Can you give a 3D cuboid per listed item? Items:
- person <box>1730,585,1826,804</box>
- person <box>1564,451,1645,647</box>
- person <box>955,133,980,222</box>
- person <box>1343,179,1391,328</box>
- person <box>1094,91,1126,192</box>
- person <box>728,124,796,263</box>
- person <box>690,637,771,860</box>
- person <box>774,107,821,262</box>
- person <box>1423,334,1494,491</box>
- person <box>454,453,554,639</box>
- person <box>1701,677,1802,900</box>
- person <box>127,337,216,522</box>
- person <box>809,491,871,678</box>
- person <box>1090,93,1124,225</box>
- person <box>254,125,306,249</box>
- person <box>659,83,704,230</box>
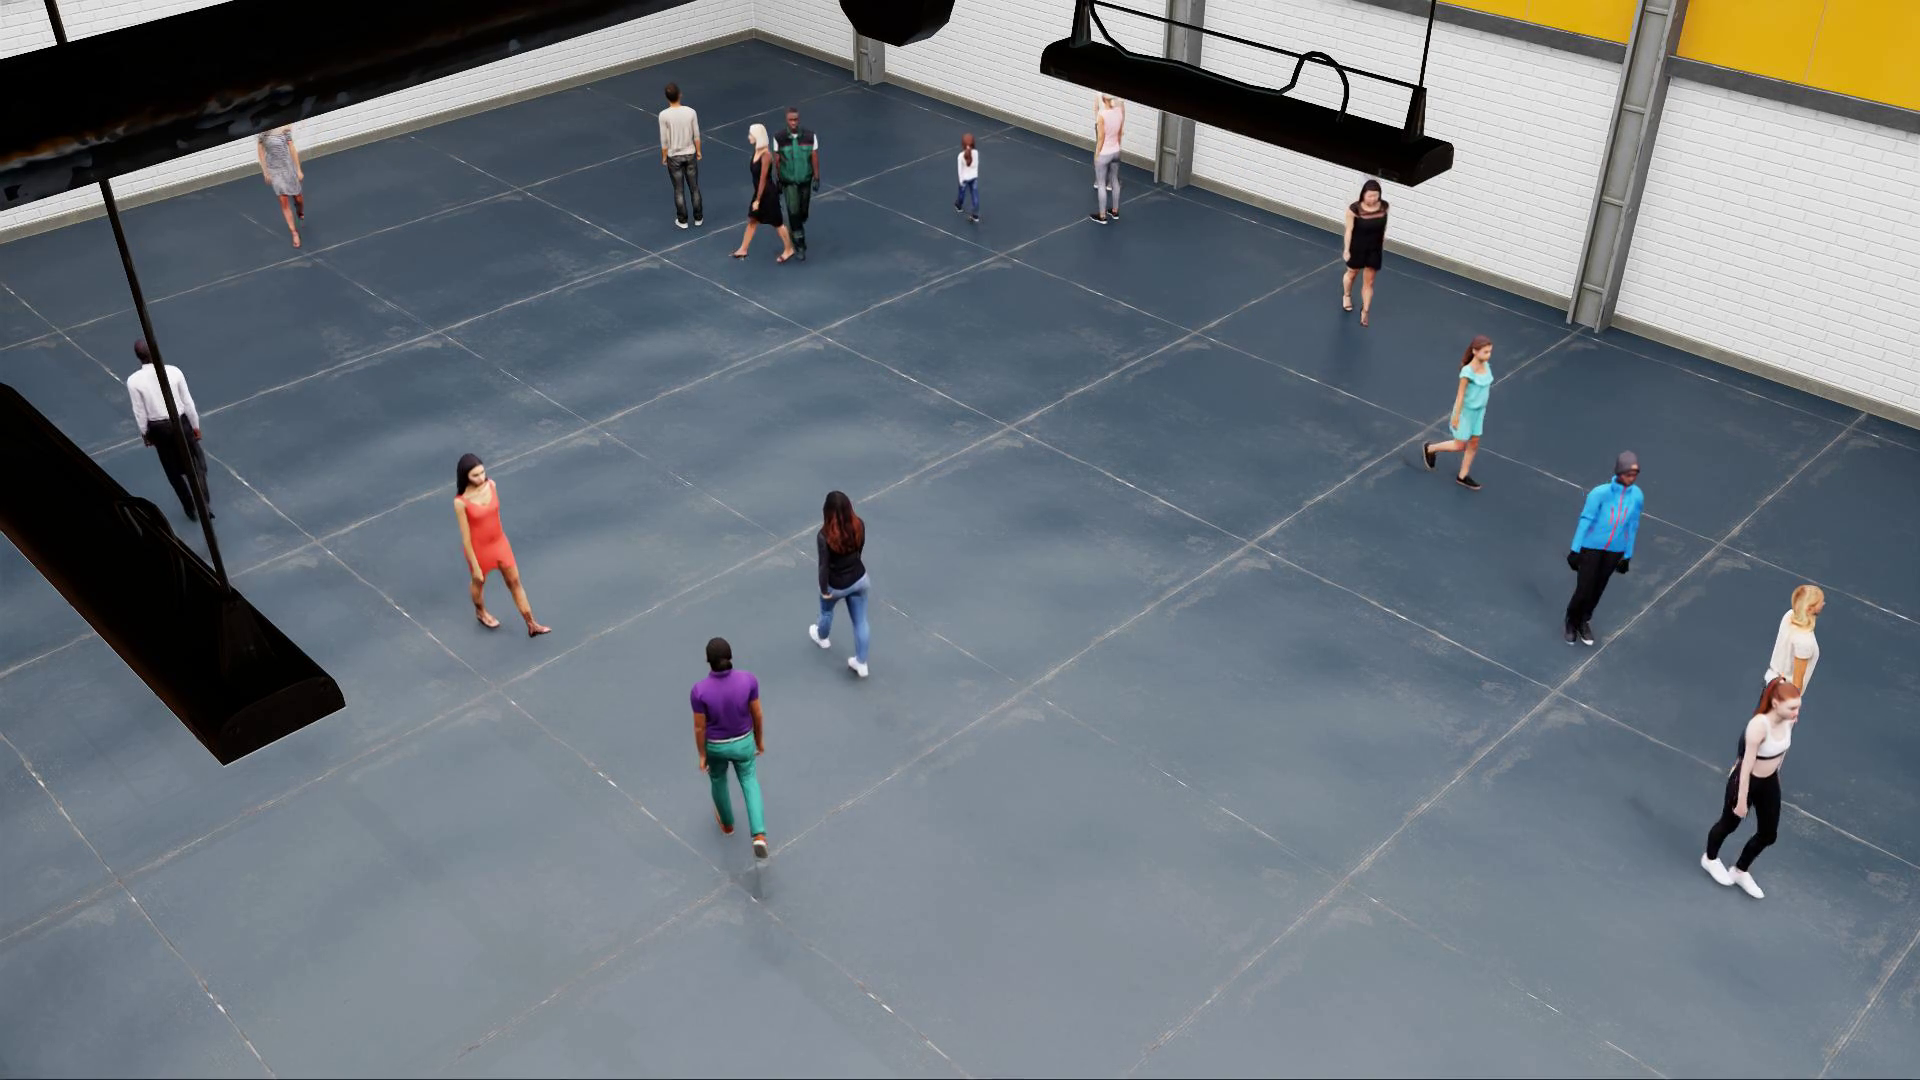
[{"bbox_3d":[5.824,1.075,11.815,0.705,1.808,0.671,4,34,6],"label":"person"},{"bbox_3d":[5.137,0.026,13.416,0.738,1.782,0.782,-3,34,-4],"label":"person"},{"bbox_3d":[0.133,-4.553,20.936,0.641,1.083,0.848,-12,35,-17],"label":"person"},{"bbox_3d":[4.456,-3.234,18.418,0.970,1.675,1.037,-2,34,-3],"label":"person"},{"bbox_3d":[1.937,-5.408,21.708,0.549,1.653,0.684,18,38,25],"label":"person"},{"bbox_3d":[-2.200,-4.051,19.617,0.919,1.709,1.038,-13,36,-18],"label":"person"},{"bbox_3d":[-1.550,1.444,11.312,0.886,1.751,1.103,-12,36,-18],"label":"person"},{"bbox_3d":[-1.963,-4.322,19.939,1.085,1.803,1.282,-8,34,-12],"label":"person"},{"bbox_3d":[4.691,-1.222,15.506,0.574,1.547,0.860,-26,42,-34],"label":"person"},{"bbox_3d":[-3.907,0.045,13.482,1.100,1.678,0.754,20,39,28],"label":"person"},{"bbox_3d":[5.219,1.587,11.112,0.722,1.733,0.794,-15,36,-21],"label":"person"},{"bbox_3d":[-7.010,-0.918,14.799,0.787,1.823,0.954,-17,37,-24],"label":"person"},{"bbox_3d":[-0.864,0.370,13.057,0.785,1.608,1.034,-18,38,-25],"label":"person"},{"bbox_3d":[1.852,-4.819,20.760,0.593,1.723,0.554,-21,39,-28],"label":"person"},{"bbox_3d":[-8.193,-4.470,20.162,0.868,1.803,0.993,-7,34,-11],"label":"person"},{"bbox_3d":[-3.440,-4.755,20.585,0.724,1.810,0.704,-11,35,-16],"label":"person"}]
